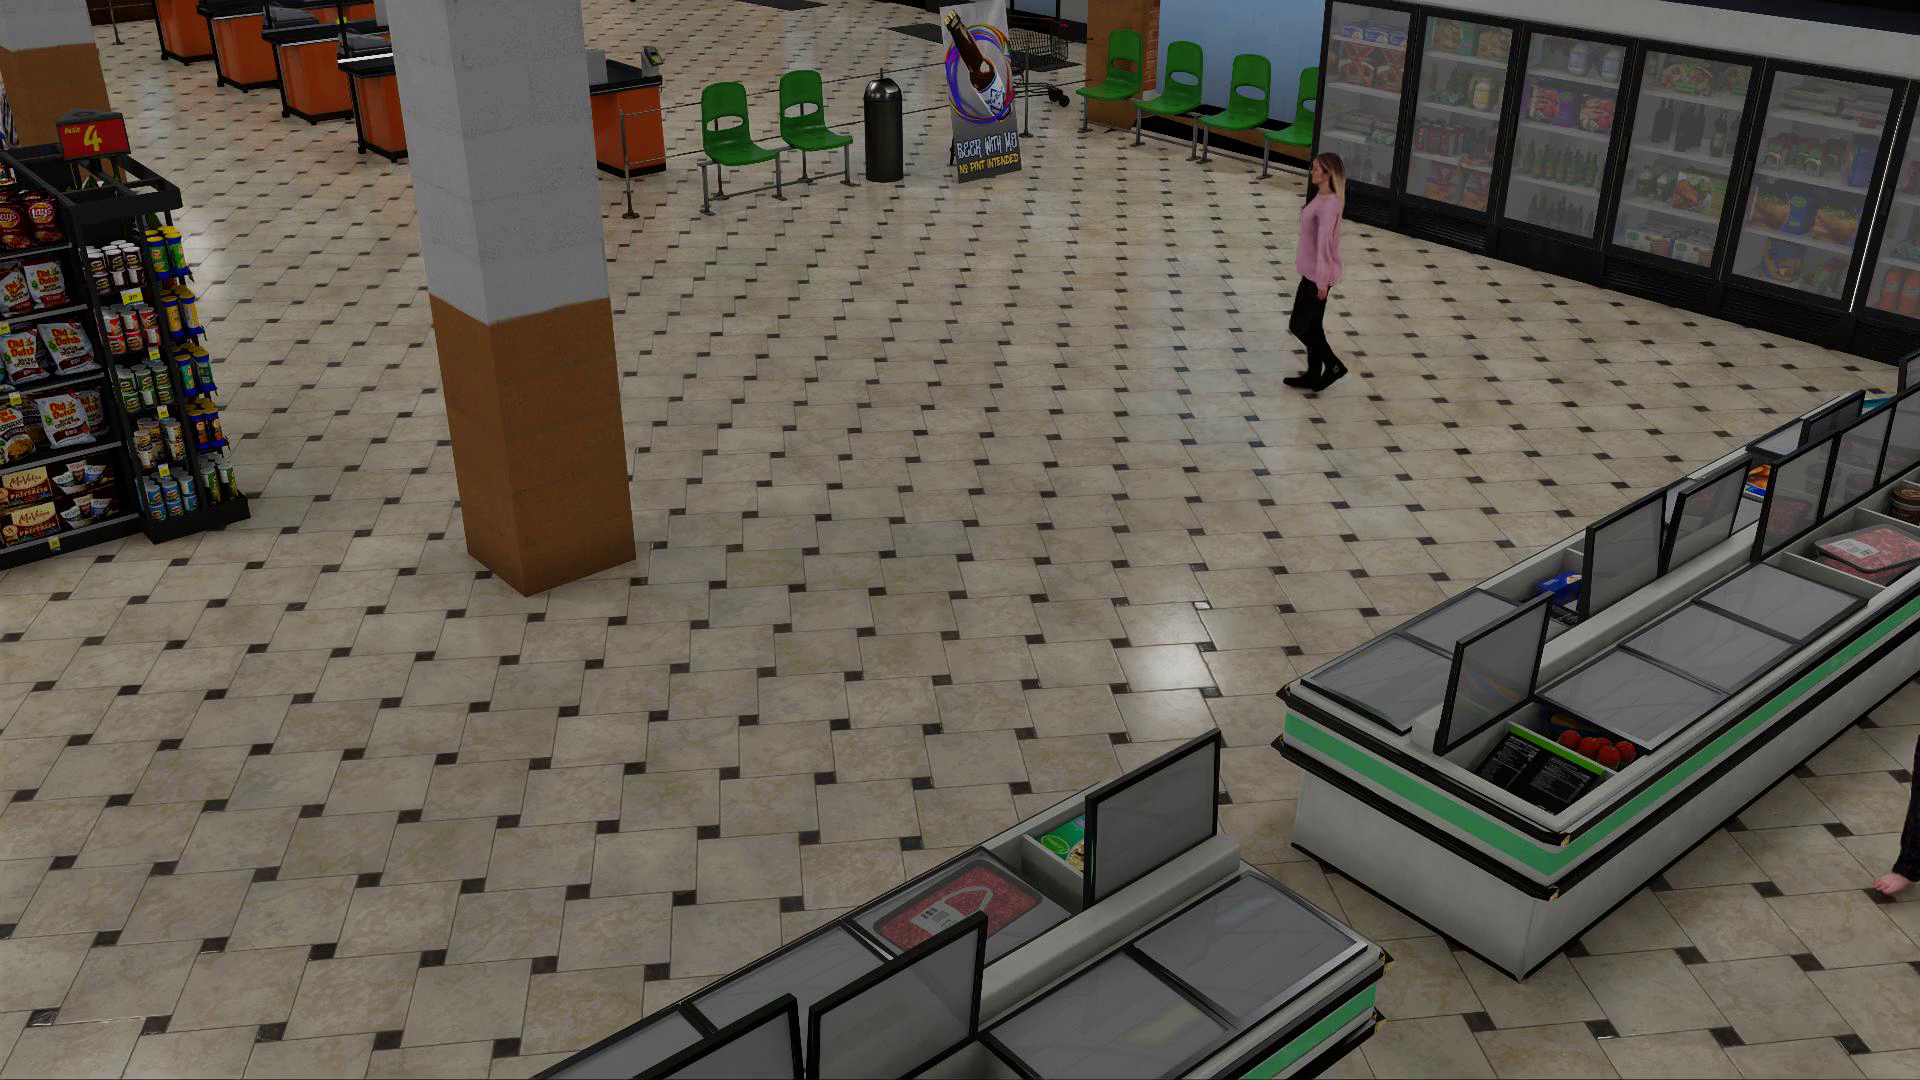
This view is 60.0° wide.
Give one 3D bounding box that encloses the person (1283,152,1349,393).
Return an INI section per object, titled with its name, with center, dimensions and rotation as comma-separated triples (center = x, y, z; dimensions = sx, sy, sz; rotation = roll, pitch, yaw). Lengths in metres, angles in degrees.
[person]
center = 2.537, -1.807, 11.361
dimensions = 0.819, 1.678, 0.756
rotation = 6, 28, 12
